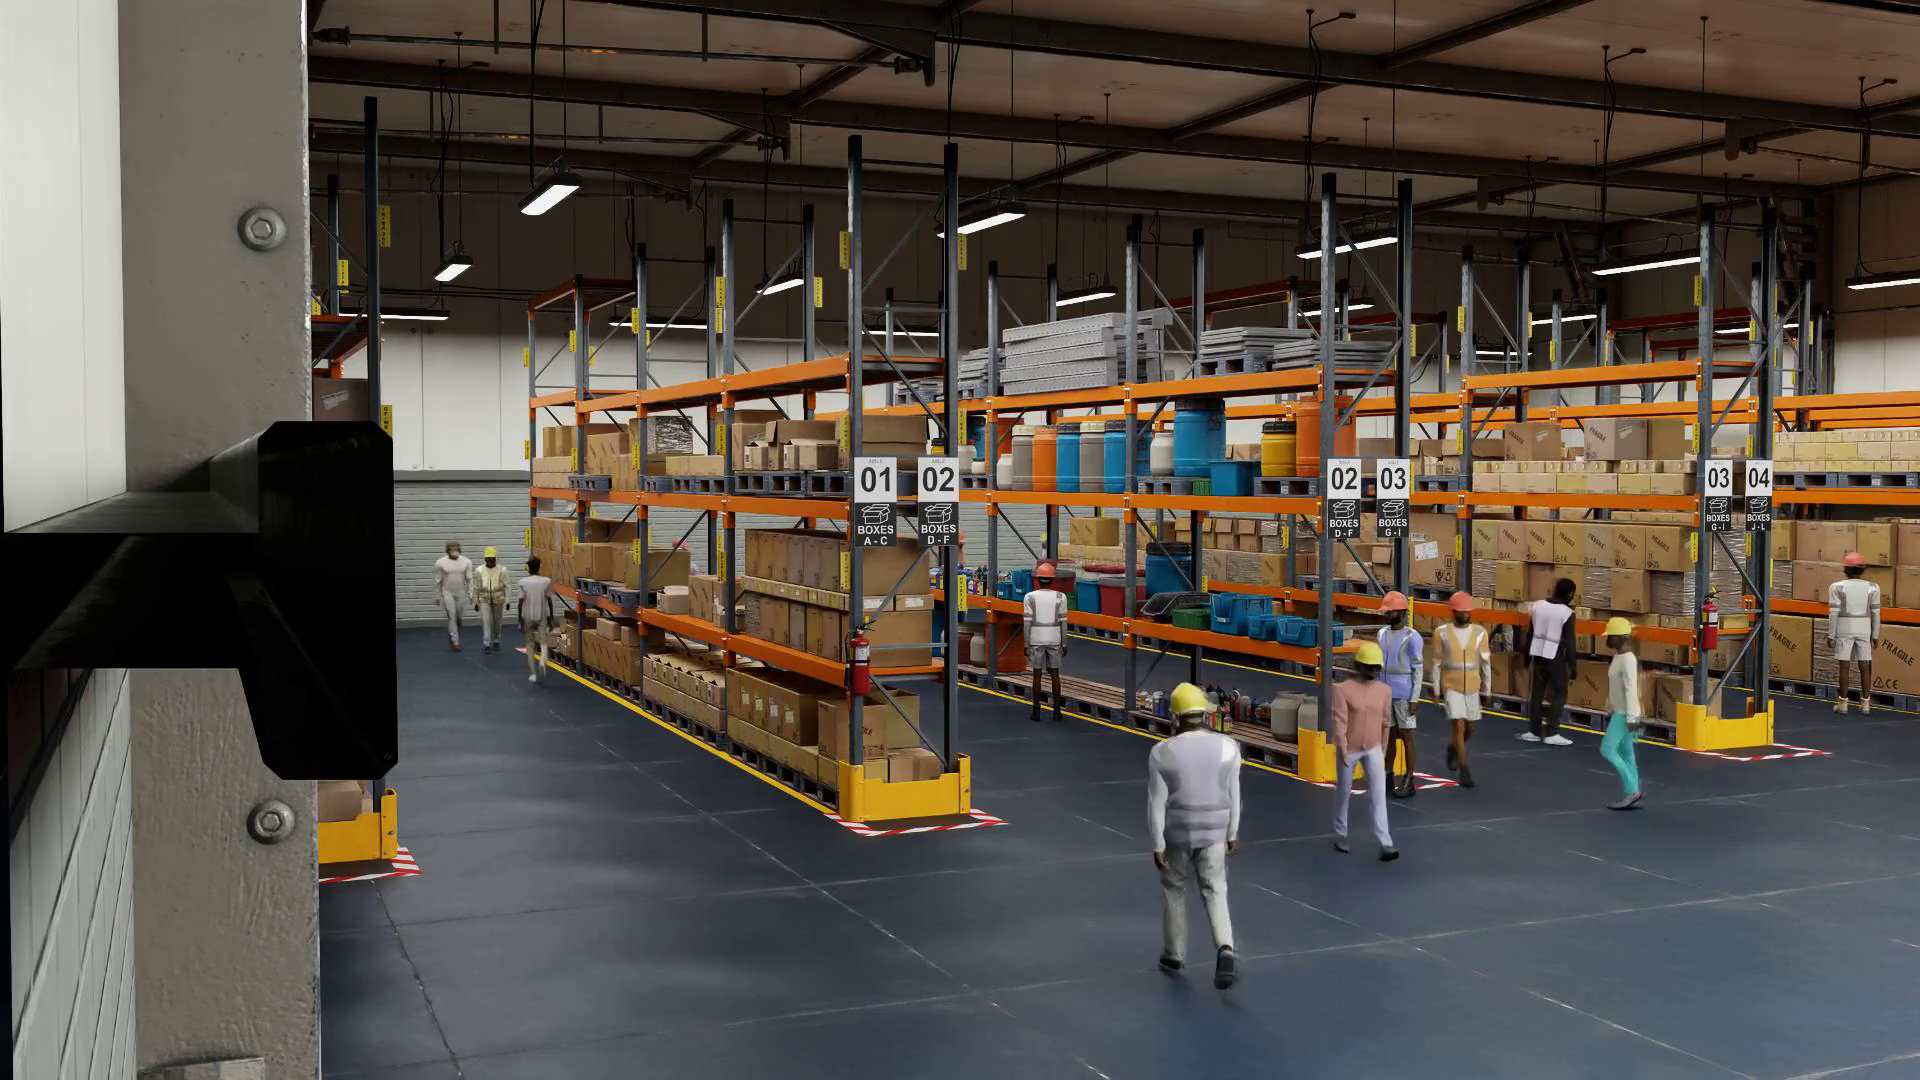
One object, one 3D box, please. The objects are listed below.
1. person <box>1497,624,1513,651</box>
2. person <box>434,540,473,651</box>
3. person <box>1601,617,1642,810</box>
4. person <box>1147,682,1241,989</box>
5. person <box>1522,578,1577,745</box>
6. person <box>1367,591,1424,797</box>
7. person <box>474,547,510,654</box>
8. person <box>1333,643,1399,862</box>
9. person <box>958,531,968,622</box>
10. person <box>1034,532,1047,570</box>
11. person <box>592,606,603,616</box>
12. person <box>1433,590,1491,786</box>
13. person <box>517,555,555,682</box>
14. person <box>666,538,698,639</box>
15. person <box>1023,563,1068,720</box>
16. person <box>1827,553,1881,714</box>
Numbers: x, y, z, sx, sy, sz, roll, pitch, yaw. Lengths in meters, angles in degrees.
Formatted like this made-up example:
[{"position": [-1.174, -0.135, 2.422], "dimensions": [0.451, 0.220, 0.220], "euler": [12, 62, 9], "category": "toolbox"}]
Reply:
[{"position": [8.034, 1.248, 26.156], "dimensions": [0.514, 1.641, 0.307], "euler": [-2, 3, -41], "category": "person"}, {"position": [-8.730, 0.938, 30.849], "dimensions": [0.642, 1.906, 0.818], "euler": [-1, 2, -25], "category": "person"}, {"position": [5.974, 1.574, 16.196], "dimensions": [0.395, 1.754, 0.530], "euler": [1, 2, 15], "category": "person"}, {"position": [1.413, 1.758, 10.725], "dimensions": [0.594, 1.807, 0.780], "euler": [0, 2, -7], "category": "person"}, {"position": [6.634, 1.362, 20.283], "dimensions": [0.380, 1.875, 0.733], "euler": [-1, 3, -33], "category": "person"}, {"position": [4.129, 1.452, 16.980], "dimensions": [0.374, 1.939, 0.545], "euler": [-1, 3, -32], "category": "person"}, {"position": [-7.969, 1.009, 30.524], "dimensions": [0.602, 1.793, 0.908], "euler": [0, 2, -12], "category": "person"}, {"position": [3.195, 1.671, 14.205], "dimensions": [0.532, 1.709, 0.939], "euler": [0, 2, -8], "category": "person"}, {"position": [-0.132, 0.807, 33.573], "dimensions": [0.783, 1.962, 0.639], "euler": [1, 2, 22], "category": "person"}, {"position": [1.857, 0.722, 38.040], "dimensions": [0.934, 1.790, 0.608], "euler": [-2, 3, -44], "category": "person"}, {"position": [-6.782, 0.802, 33.751], "dimensions": [0.613, 1.948, 0.420], "euler": [2, 3, 37], "category": "person"}, {"position": [4.958, 1.437, 17.763], "dimensions": [0.558, 1.910, 0.826], "euler": [0, 2, 0], "category": "person"}, {"position": [-6.139, 1.149, 25.934], "dimensions": [0.540, 1.851, 0.669], "euler": [-1, 2, -16], "category": "person"}, {"position": [-4.419, 0.982, 28.164], "dimensions": [0.624, 2.023, 0.584], "euler": [-1, 2, -22], "category": "person"}, {"position": [1.054, 1.254, 22.166], "dimensions": [0.551, 1.935, 0.372], "euler": [0, 2, -1], "category": "person"}, {"position": [11.327, 1.180, 22.730], "dimensions": [0.616, 2.041, 0.377], "euler": [0, 2, 10], "category": "person"}]
